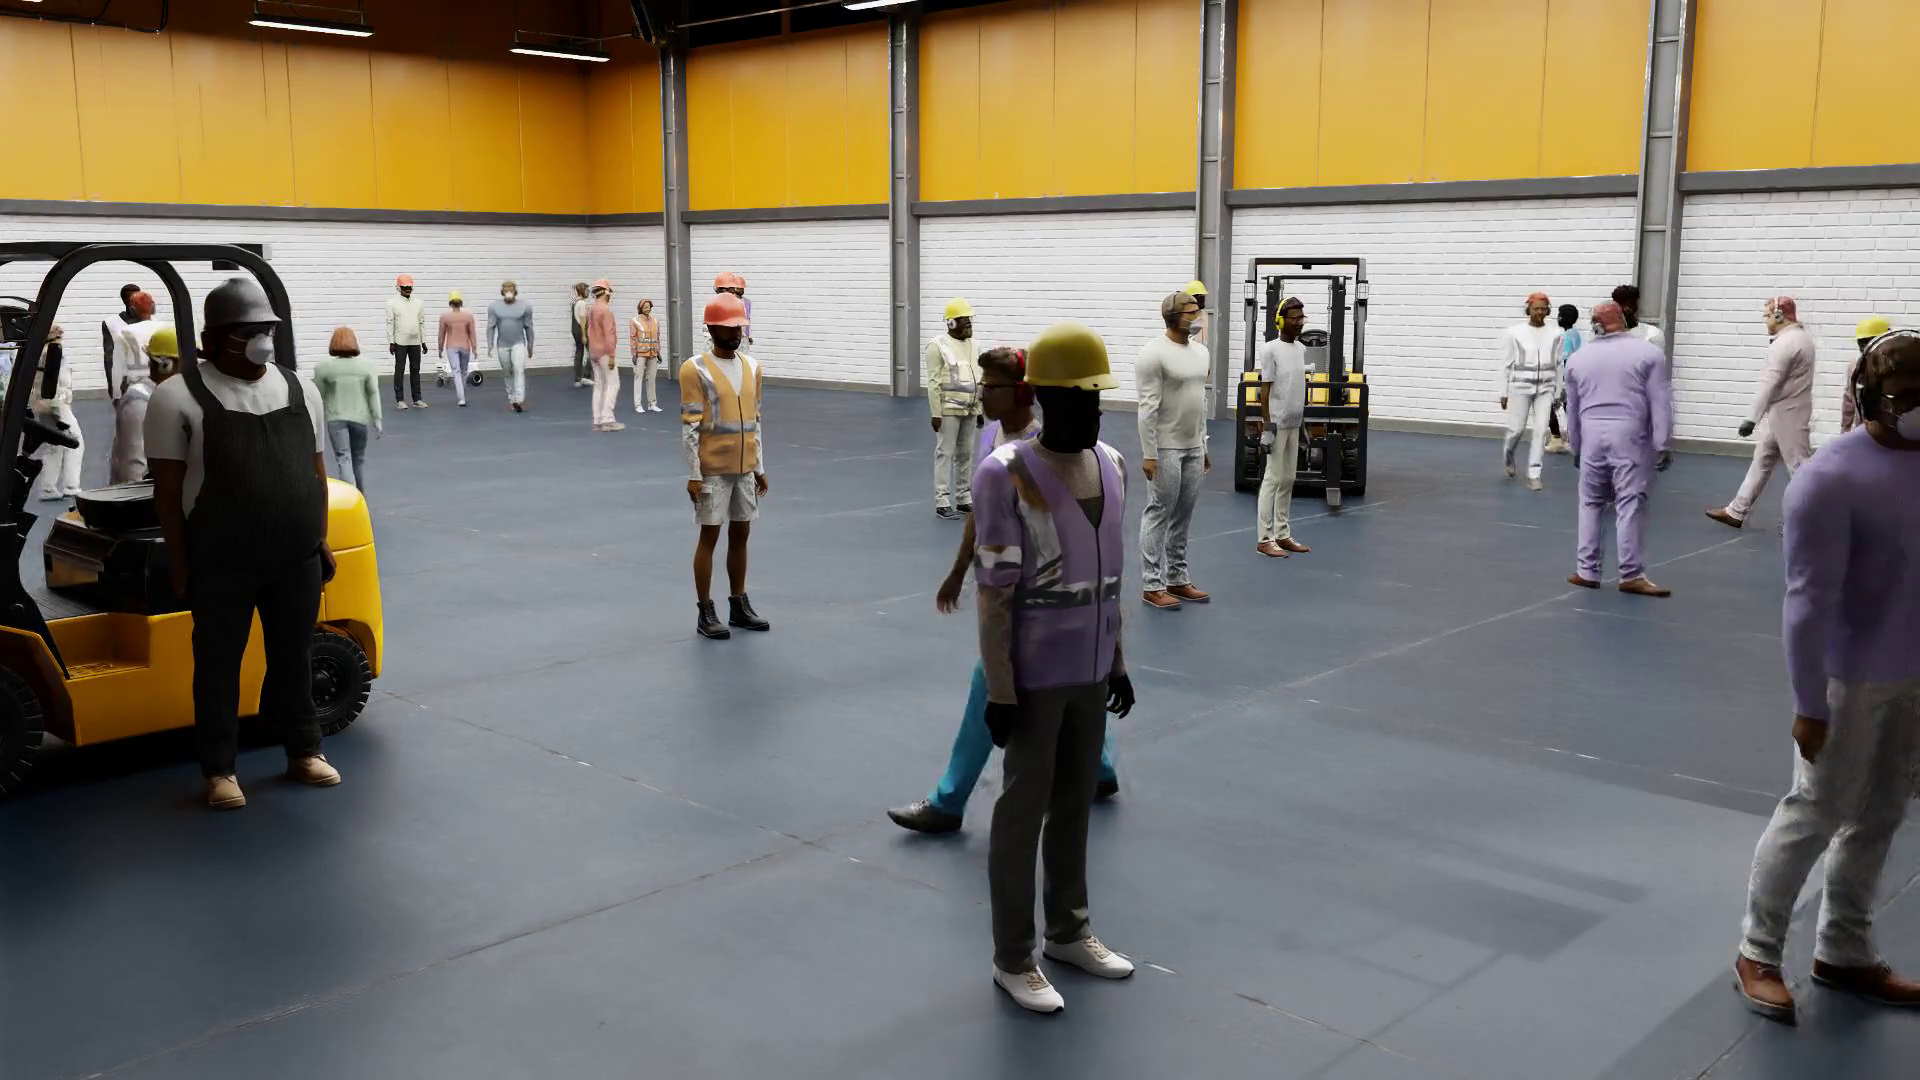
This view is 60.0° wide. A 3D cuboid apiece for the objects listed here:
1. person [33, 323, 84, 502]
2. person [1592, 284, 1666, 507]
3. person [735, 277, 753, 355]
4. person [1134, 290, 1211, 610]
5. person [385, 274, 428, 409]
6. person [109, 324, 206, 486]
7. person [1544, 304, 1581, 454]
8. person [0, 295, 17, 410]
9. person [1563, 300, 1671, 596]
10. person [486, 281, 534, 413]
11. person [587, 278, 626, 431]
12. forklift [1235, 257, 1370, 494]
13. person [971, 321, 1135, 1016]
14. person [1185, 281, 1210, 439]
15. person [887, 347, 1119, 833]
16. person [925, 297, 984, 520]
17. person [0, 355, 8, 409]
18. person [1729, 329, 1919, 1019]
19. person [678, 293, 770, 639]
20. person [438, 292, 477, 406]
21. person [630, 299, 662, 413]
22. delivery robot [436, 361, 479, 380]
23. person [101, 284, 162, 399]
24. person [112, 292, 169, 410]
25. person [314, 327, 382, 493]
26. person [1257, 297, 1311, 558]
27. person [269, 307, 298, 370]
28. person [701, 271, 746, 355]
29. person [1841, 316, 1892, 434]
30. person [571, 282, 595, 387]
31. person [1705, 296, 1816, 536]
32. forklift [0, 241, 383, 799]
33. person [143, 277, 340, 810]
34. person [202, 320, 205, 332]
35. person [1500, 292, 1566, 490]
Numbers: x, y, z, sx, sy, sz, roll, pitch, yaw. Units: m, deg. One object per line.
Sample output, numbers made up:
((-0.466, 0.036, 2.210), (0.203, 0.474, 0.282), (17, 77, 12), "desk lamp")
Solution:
((-8.082, -1.145, 14.872), (0.581, 1.593, 0.450), (9, 13, 42), "person")
((5.653, -1.196, 14.139), (0.635, 1.940, 0.439), (5, 10, 26), "person")
((-3.740, -3.491, 28.229), (0.357, 1.937, 0.551), (9, 13, 43), "person")
((1.323, -0.551, 10.200), (0.366, 1.939, 0.635), (9, 13, 43), "person")
((-8.211, -2.946, 24.713), (0.381, 1.994, 0.621), (9, 13, 43), "person")
((-4.110, -0.180, 8.355), (0.714, 1.802, 0.607), (-1, 9, -7), "person")
((6.717, -1.793, 18.586), (0.481, 1.678, 0.548), (7, 12, 38), "person")
((-10.478, -1.825, 18.004), (0.345, 1.942, 0.551), (9, 13, 43), "person")
((4.289, -0.595, 10.710), (0.790, 1.875, 0.399), (9, 13, 44), "person")
((-6.500, -2.779, 24.004), (0.651, 1.887, 1.010), (-1, 9, -6), "person")
((-4.579, -2.377, 21.360), (0.439, 1.957, 0.659), (-7, 12, -38), "person")
((3.309, -1.629, 16.029), (1.214, 2.155, 2.313), (2, 9, 11), "forklift")
((0.288, 0.349, 4.716), (0.366, 1.926, 0.593), (9, 13, 43), "person")
((2.825, -2.156, 20.090), (0.383, 1.926, 0.602), (9, 13, 43), "person")
((0.208, 0.175, 6.208), (0.989, 1.791, 0.587), (-3, 10, -17), "person")
((-0.016, -1.092, 13.830), (0.404, 1.836, 0.599), (9, 13, 43), "person")
((-7.902, -0.977, 13.539), (0.796, 1.692, 0.523), (4, 10, 23), "person")
((2.483, 0.386, 4.597), (0.685, 1.910, 0.439), (-4, 10, -23), "person")
((-1.309, -0.418, 9.391), (0.357, 1.937, 0.551), (9, 13, 43), "person")
((-7.641, -2.900, 25.265), (0.542, 1.712, 0.903), (-5, 10, -28), "person")
((-4.536, -2.655, 24.015), (0.306, 1.640, 0.521), (9, 13, 43), "person")
((-8.863, -3.027, 29.326), (0.477, 0.478, 0.707), (9, 13, 43), "delivery robot")
((-8.362, -1.632, 16.887), (0.386, 1.921, 0.596), (9, 13, 43), "person")
((-7.663, -1.393, 15.649), (0.600, 1.843, 0.901), (-9, 13, -42), "person")
((-5.124, -0.982, 13.923), (0.509, 1.580, 0.893), (-5, 10, -27), "person")
((2.357, -0.813, 12.024), (0.322, 1.871, 0.531), (9, 13, 43), "person")
((-9.430, -2.478, 23.019), (0.425, 1.616, 0.586), (2, 9, 11), "person")
((-2.697, -2.089, 19.331), (0.394, 2.040, 0.616), (9, 13, 43), "person")
((7.064, -0.851, 12.723), (0.882, 1.716, 0.565), (-3, 10, -19), "person")
((-6.561, -3.591, 29.169), (0.516, 1.828, 0.550), (-5, 11, -30), "person")
((6.310, -0.959, 12.957), (0.972, 1.847, 0.646), (6, 11, 32), "person")
((-3.706, -0.171, 7.093), (1.214, 2.155, 2.313), (9, 13, 43), "forklift")
((-2.736, 0.006, 6.476), (0.538, 2.000, 0.688), (9, 13, 43), "person")
((-11.848, -3.053, 26.561), (0.636, 1.601, 0.581), (4, 10, 24), "person")
((5.428, -1.430, 15.847), (0.581, 1.863, 0.755), (1, 9, 4), "person")
